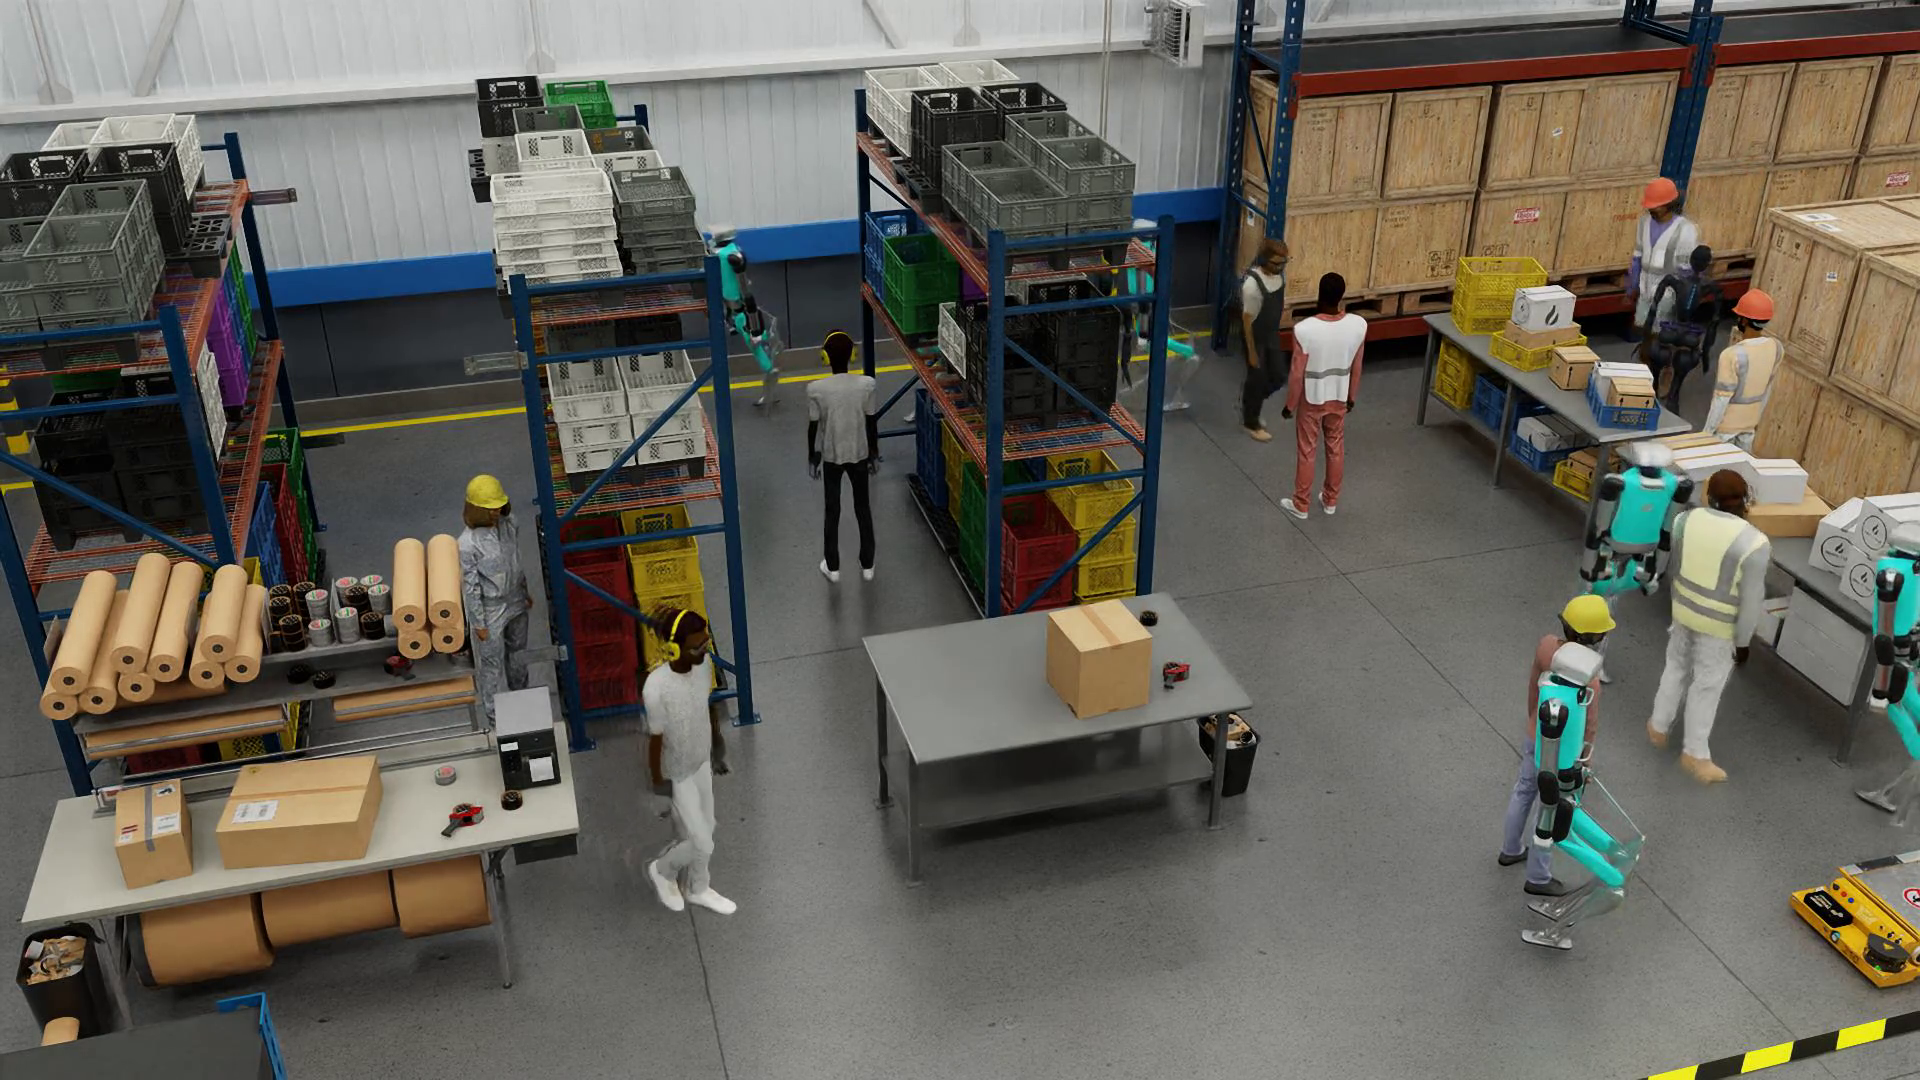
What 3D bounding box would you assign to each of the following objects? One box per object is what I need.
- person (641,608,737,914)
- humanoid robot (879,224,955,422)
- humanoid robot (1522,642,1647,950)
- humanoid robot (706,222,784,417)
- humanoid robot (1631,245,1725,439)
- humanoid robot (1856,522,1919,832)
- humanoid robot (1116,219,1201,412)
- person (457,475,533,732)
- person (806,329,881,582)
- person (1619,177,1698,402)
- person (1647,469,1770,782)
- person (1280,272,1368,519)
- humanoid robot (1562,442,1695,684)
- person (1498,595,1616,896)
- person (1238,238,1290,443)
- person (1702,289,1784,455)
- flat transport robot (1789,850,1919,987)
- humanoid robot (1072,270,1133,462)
[{"bbox_3d":[-1.362,1.160,8.408,0.429,1.851,0.543,14,32,24],"label":"person"},{"bbox_3d":[-0.241,-1.824,14.025,0.864,1.852,0.550,-24,37,-37],"label":"humanoid robot"},{"bbox_3d":[3.100,1.306,8.122,0.735,1.677,0.533,15,32,25],"label":"humanoid robot"},{"bbox_3d":[-1.702,-1.813,14.078,0.815,1.886,0.534,-21,35,-33],"label":"humanoid robot"},{"bbox_3d":[5.873,-1.608,13.670,0.616,1.626,0.717,7,30,13],"label":"humanoid robot"},{"bbox_3d":[5.325,0.831,9.198,0.815,1.840,0.539,22,35,34],"label":"humanoid robot"},{"bbox_3d":[1.688,-1.826,13.984,1.021,1.759,0.568,1,29,2],"label":"humanoid robot"},{"bbox_3d":[-2.722,0.397,9.906,0.296,1.743,0.492,13,31,23],"label":"person"},{"bbox_3d":[-0.798,-0.572,11.552,0.503,1.860,0.317,-4,29,-8],"label":"person"},{"bbox_3d":[5.914,-2.105,14.191,0.520,2.002,0.653,-10,30,-18],"label":"person"},{"bbox_3d":[4.406,0.494,9.680,0.434,1.810,0.777,-12,31,-20],"label":"person"},{"bbox_3d":[2.695,-1.058,12.374,0.587,1.920,0.392,-7,30,-13],"label":"person"},{"bbox_3d":[4.105,0.138,10.445,0.545,1.835,0.732,1,29,2],"label":"humanoid robot"},{"bbox_3d":[3.127,1.057,8.682,0.313,1.769,0.523,-6,29,-11],"label":"person"},{"bbox_3d":[2.465,-1.610,13.490,0.570,1.808,0.428,-25,37,-37],"label":"person"},{"bbox_3d":[5.562,-0.876,12.024,0.550,1.934,0.371,-13,31,-22],"label":"person"},{"bbox_3d":[5.163,1.916,8.676,1.431,0.231,0.659,-8,30,-14],"label":"flat transport robot"},{"bbox_3d":[1.095,-1.380,13.249,0.603,1.629,0.719,-4,29,-8],"label":"humanoid robot"}]
